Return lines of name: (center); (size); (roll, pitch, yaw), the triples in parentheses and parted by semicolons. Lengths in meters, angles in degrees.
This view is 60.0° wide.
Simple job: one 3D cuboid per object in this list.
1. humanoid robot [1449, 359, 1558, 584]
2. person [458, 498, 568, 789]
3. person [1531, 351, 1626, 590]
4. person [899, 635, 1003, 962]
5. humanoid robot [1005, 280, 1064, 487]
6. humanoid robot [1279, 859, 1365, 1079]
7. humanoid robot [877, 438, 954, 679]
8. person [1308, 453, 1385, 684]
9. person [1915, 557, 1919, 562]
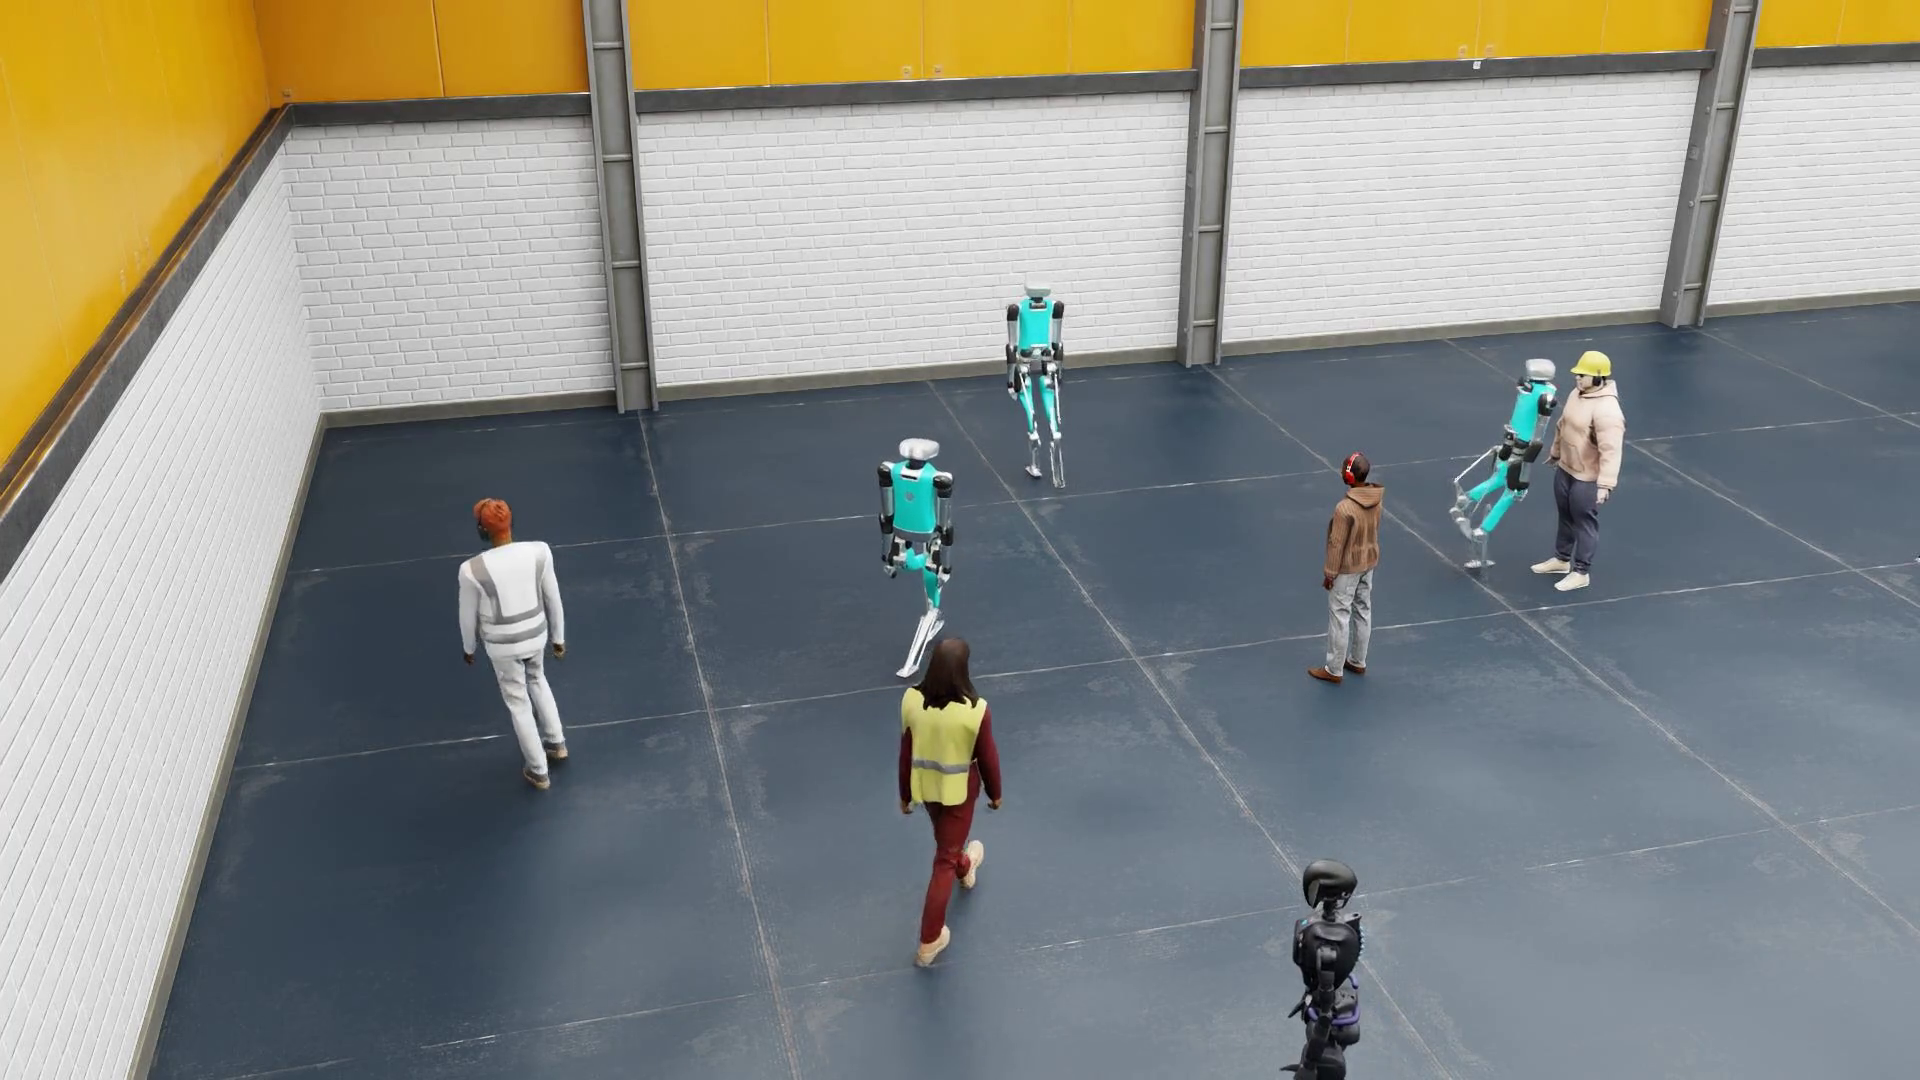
humanoid robot: (4.064, -0.472, 12.724); (0.763, 1.858, 0.531); (-1, 24, -2)
person: (-2.699, 0.609, 9.999); (0.578, 1.861, 0.582); (-19, 30, -37)
person: (4.720, -0.527, 12.582); (0.423, 1.859, 0.801); (-4, 24, -10)
person: (-0.018, 1.266, 8.674); (0.498, 1.716, 0.936); (11, 26, 23)
humanoid robot: (0.718, -1.295, 14.618); (0.544, 1.892, 0.746); (-7, 25, -16)
humanoid robot: (1.471, 2.036, 7.004); (0.646, 1.636, 0.589); (4, 24, 9)
humanoid robot: (-0.208, 0.054, 11.461); (0.544, 1.752, 1.043); (9, 25, 20)
person: (2.635, 0.198, 11.203); (0.462, 1.648, 0.327); (-18, 29, -35)
person: (7.752, -0.548, 12.752); (0.353, 1.765, 0.534); (5, 24, 11)
